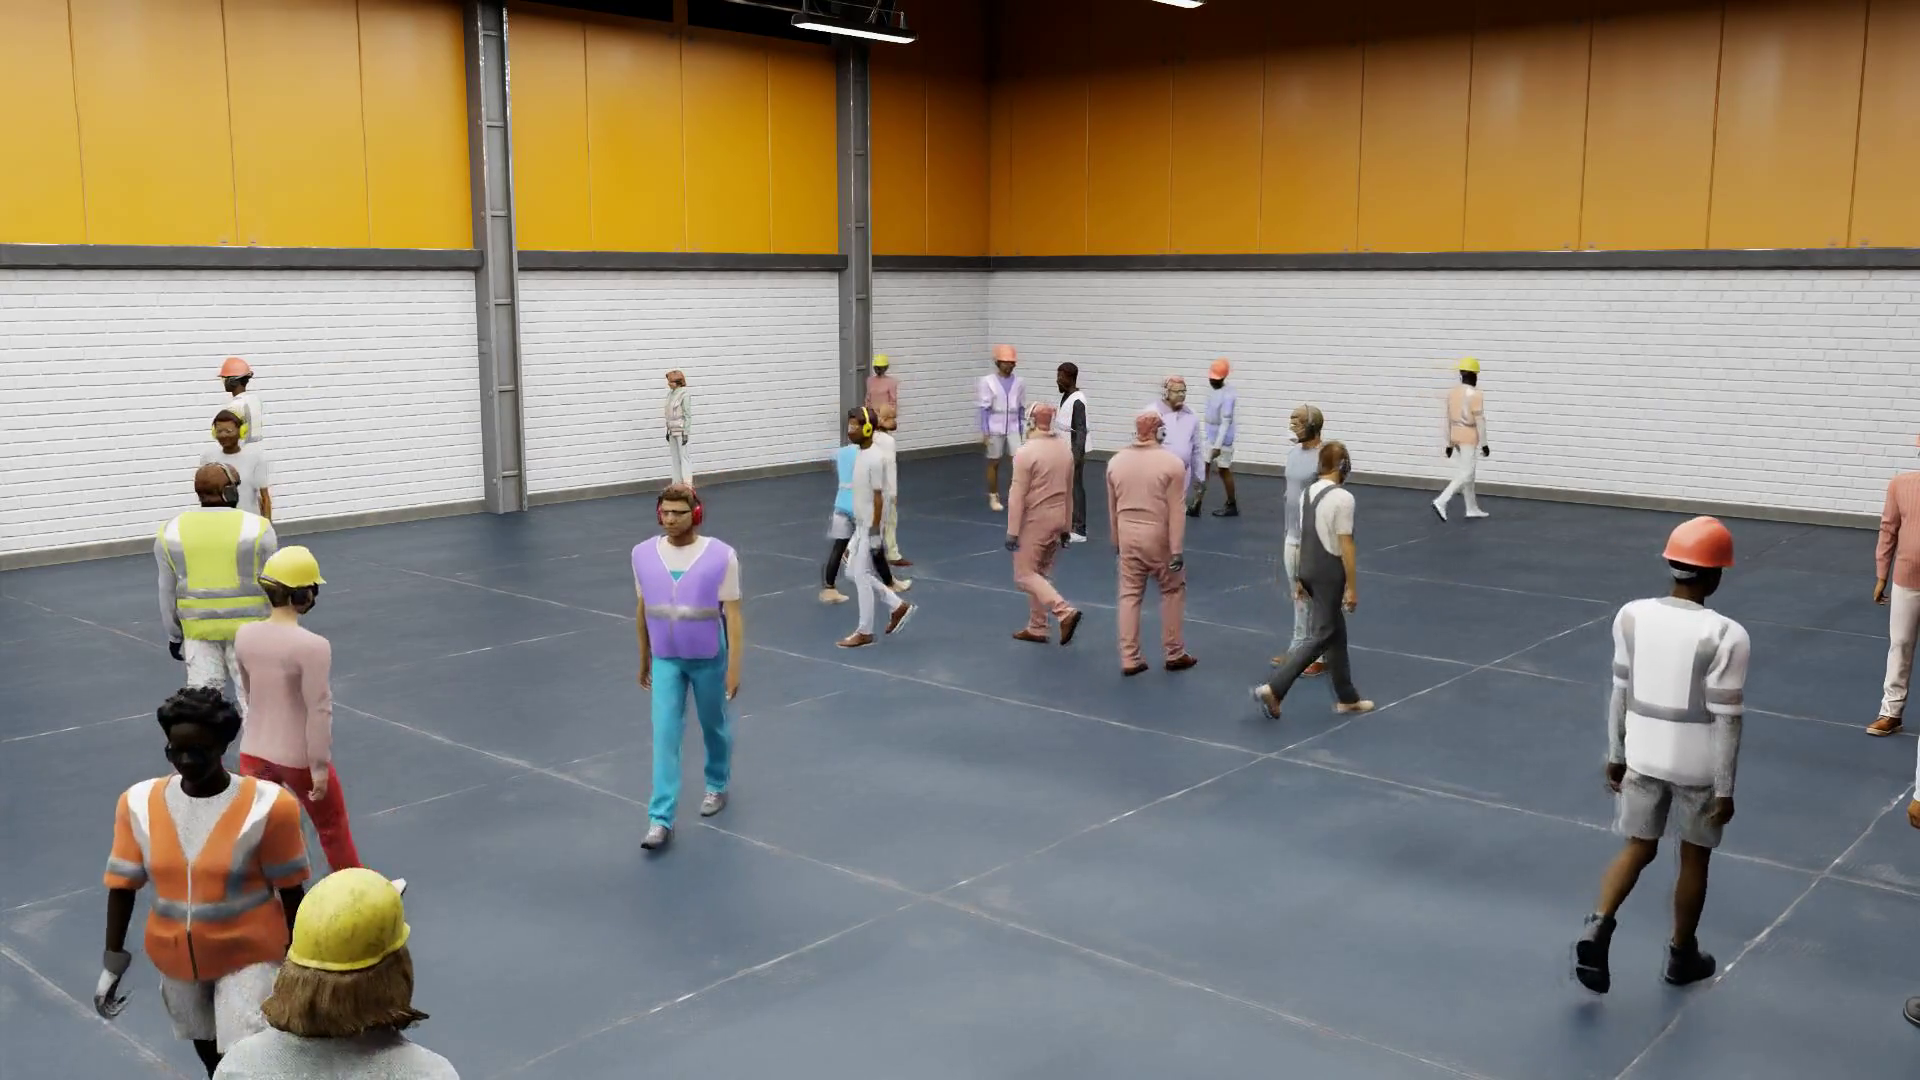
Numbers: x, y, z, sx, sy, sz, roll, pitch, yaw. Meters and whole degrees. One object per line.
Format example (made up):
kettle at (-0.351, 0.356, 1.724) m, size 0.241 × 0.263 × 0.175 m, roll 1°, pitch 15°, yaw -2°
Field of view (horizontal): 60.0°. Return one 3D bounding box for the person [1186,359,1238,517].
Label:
person at (2.931, -1.169, 19.317) m, size 0.854 × 1.871 × 0.628 m, roll -5°, pitch 10°, yaw -27°

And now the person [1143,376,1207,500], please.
person at (2.046, -0.600, 15.691) m, size 0.680 × 1.882 × 0.688 m, roll -4°, pitch 10°, yaw -25°

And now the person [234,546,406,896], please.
person at (-2.767, 0.876, 6.949) m, size 0.540 × 1.718 × 0.901 m, roll 3°, pitch 10°, yaw 21°

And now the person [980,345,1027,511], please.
person at (0.549, -1.293, 19.707) m, size 0.627 × 2.002 × 0.954 m, roll -3°, pitch 10°, yaw -18°

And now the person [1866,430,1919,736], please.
person at (5.867, 0.244, 10.066) m, size 0.385 × 1.993 × 0.623 m, roll -9°, pitch 12°, yaw -43°

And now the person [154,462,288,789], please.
person at (-3.958, 0.495, 8.980) m, size 0.627 × 1.840 × 0.429 m, roll -1°, pitch 9°, yaw -9°

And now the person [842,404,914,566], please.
person at (-0.805, -0.500, 15.977) m, size 0.746 × 1.609 × 0.509 m, roll -4°, pitch 10°, yaw -22°

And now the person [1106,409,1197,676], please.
person at (1.405, 0.008, 11.875) m, size 0.661 × 1.882 × 0.728 m, roll 7°, pitch 11°, yaw 37°

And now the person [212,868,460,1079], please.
person at (-1.176, 1.480, 3.159) m, size 0.492 × 1.719 × 0.662 m, roll 1°, pitch 9°, yaw 3°

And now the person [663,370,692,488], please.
person at (-3.579, -1.341, 21.135) m, size 0.311 × 1.640 × 0.513 m, roll -7°, pitch 12°, yaw -38°

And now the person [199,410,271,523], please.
person at (-5.414, -0.046, 12.403) m, size 0.557 × 1.825 × 0.932 m, roll -1°, pitch 9°, yaw -8°

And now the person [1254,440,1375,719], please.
person at (2.262, 0.268, 10.587) m, size 0.873 × 1.799 × 0.542 m, roll -3°, pitch 10°, yaw -21°

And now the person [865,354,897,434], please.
person at (-1.081, -1.710, 23.080) m, size 0.552 × 1.753 × 0.442 m, roll 7°, pitch 11°, yaw 36°

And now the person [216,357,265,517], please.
person at (-6.942, -0.741, 16.100) m, size 0.379 × 2.045 × 0.605 m, roll 0°, pitch 9°, yaw -2°

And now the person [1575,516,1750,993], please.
person at (2.745, 0.859, 6.469) m, size 0.746 × 1.915 × 0.553 m, roll -7°, pitch 11°, yaw -38°

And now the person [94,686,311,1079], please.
person at (-2.199, 1.248, 4.817) m, size 0.553 × 1.661 × 0.842 m, roll 0°, pitch 9°, yaw 2°

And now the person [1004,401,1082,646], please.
person at (0.664, -0.109, 12.627) m, size 0.651 × 1.885 × 0.650 m, roll 7°, pitch 11°, yaw 37°

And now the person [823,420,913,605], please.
person at (-0.838, -0.276, 14.382) m, size 0.859 × 1.643 × 0.553 m, roll -7°, pitch 11°, yaw -36°

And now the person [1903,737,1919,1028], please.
person at (3.789, 0.901, 6.108) m, size 0.551 × 1.942 × 0.344 m, roll 2°, pitch 9°, yaw 11°

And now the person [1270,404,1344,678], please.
person at (2.471, 0.002, 11.768) m, size 0.362 × 1.936 × 0.631 m, roll -3°, pitch 9°, yaw -16°

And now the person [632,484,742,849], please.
person at (-1.389, 0.604, 8.434) m, size 0.583 × 1.791 × 0.961 m, roll 1°, pitch 9°, yaw 8°

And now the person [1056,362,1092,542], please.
person at (1.199, -0.932, 17.700) m, size 0.371 × 1.915 × 0.597 m, roll -2°, pitch 9°, yaw -11°

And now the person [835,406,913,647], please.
person at (-0.668, -0.101, 12.660) m, size 0.519 × 1.854 × 0.529 m, roll -3°, pitch 9°, yaw -16°

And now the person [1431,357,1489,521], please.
person at (5.815, -1.166, 19.213) m, size 0.837 × 1.901 × 0.610 m, roll -2°, pitch 9°, yaw -14°
